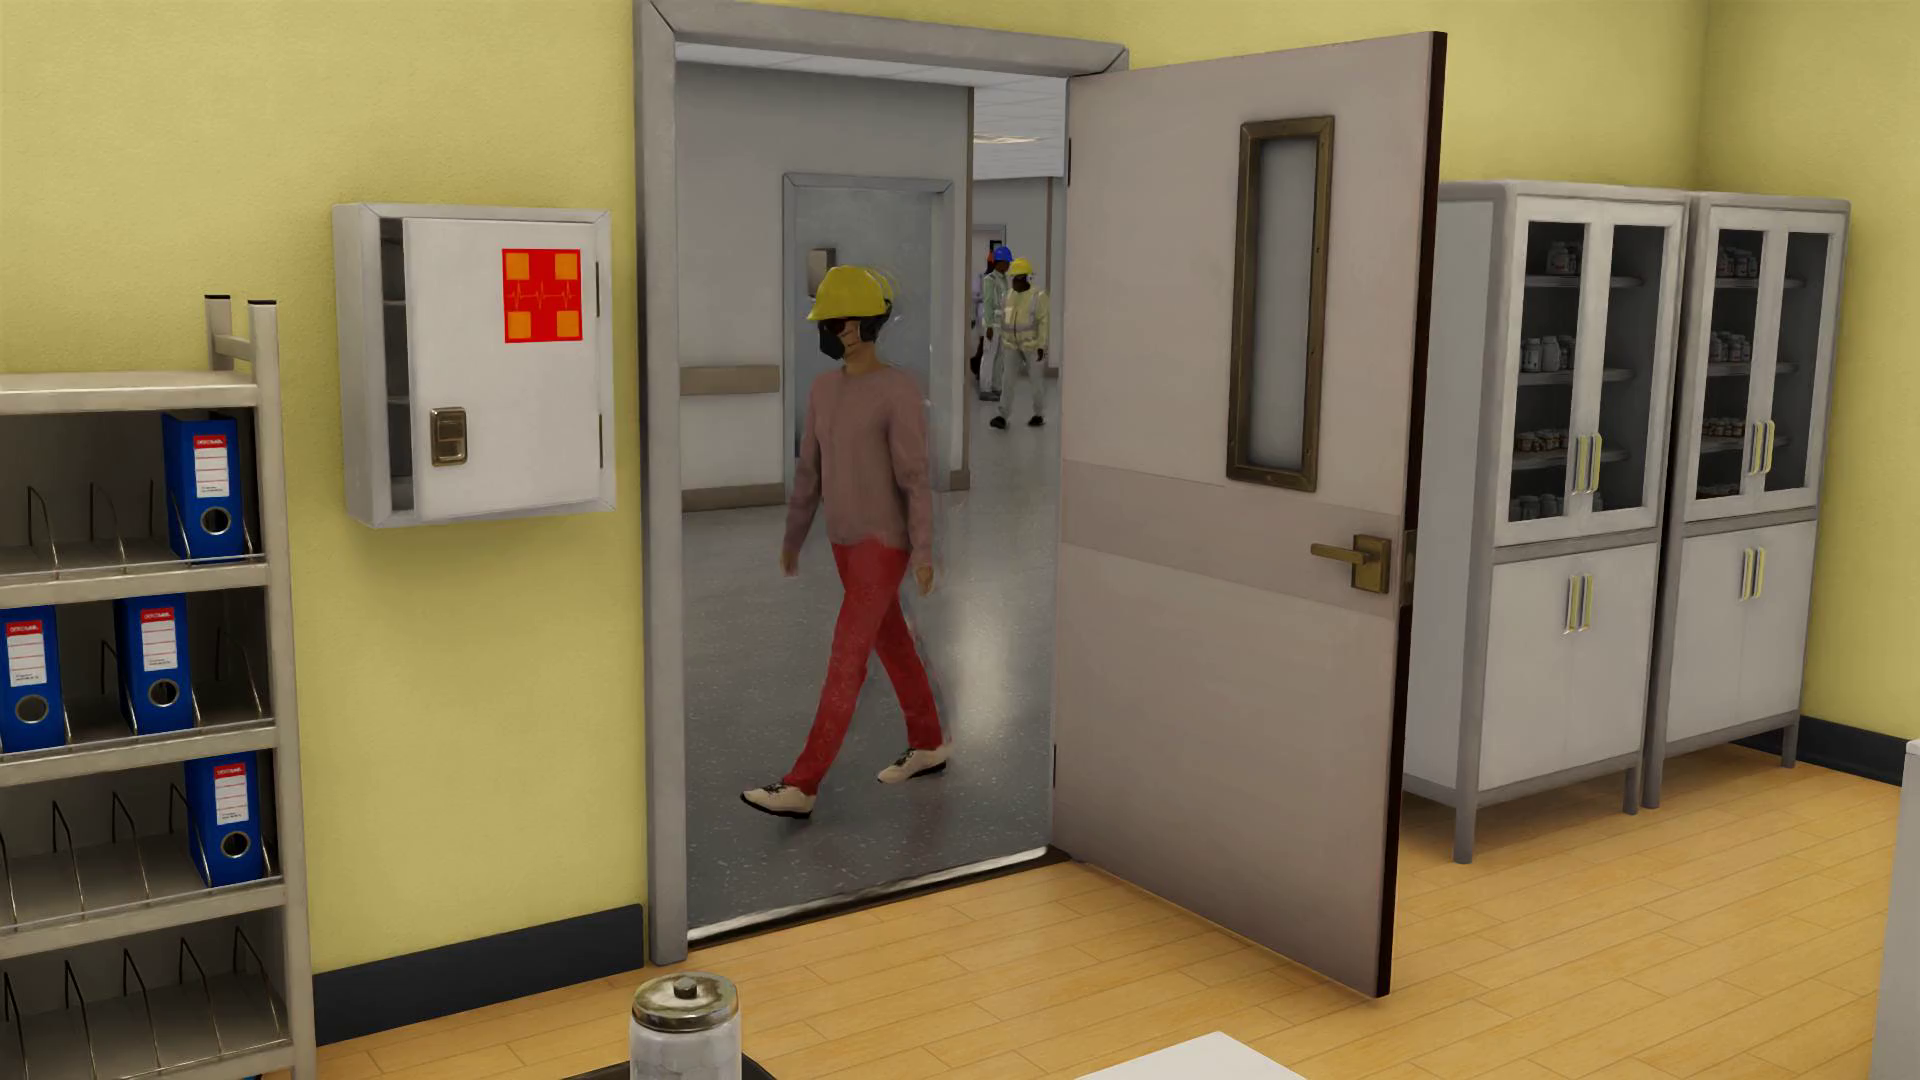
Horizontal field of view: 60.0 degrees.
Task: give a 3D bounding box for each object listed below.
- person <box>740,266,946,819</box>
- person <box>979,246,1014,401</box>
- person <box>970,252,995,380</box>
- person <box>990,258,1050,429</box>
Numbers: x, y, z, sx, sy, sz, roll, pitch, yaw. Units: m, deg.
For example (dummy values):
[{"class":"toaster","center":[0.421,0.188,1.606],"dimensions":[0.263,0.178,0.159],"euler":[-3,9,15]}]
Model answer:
[{"class":"person","center":[-0.347,0.001,5.294],"dimensions":[0.914,1.715,0.551],"euler":[-7,12,-38]},{"class":"person","center":[0.483,-2.714,20.946],"dimensions":[0.419,1.938,0.602],"euler":[6,11,28]},{"class":"person","center":[0.364,-3.339,24.738],"dimensions":[0.580,1.909,0.653],"euler":[-6,11,-34]},{"class":"person","center":[0.654,-2.050,17.442],"dimensions":[0.602,1.786,0.927],"euler":[6,11,27]}]
